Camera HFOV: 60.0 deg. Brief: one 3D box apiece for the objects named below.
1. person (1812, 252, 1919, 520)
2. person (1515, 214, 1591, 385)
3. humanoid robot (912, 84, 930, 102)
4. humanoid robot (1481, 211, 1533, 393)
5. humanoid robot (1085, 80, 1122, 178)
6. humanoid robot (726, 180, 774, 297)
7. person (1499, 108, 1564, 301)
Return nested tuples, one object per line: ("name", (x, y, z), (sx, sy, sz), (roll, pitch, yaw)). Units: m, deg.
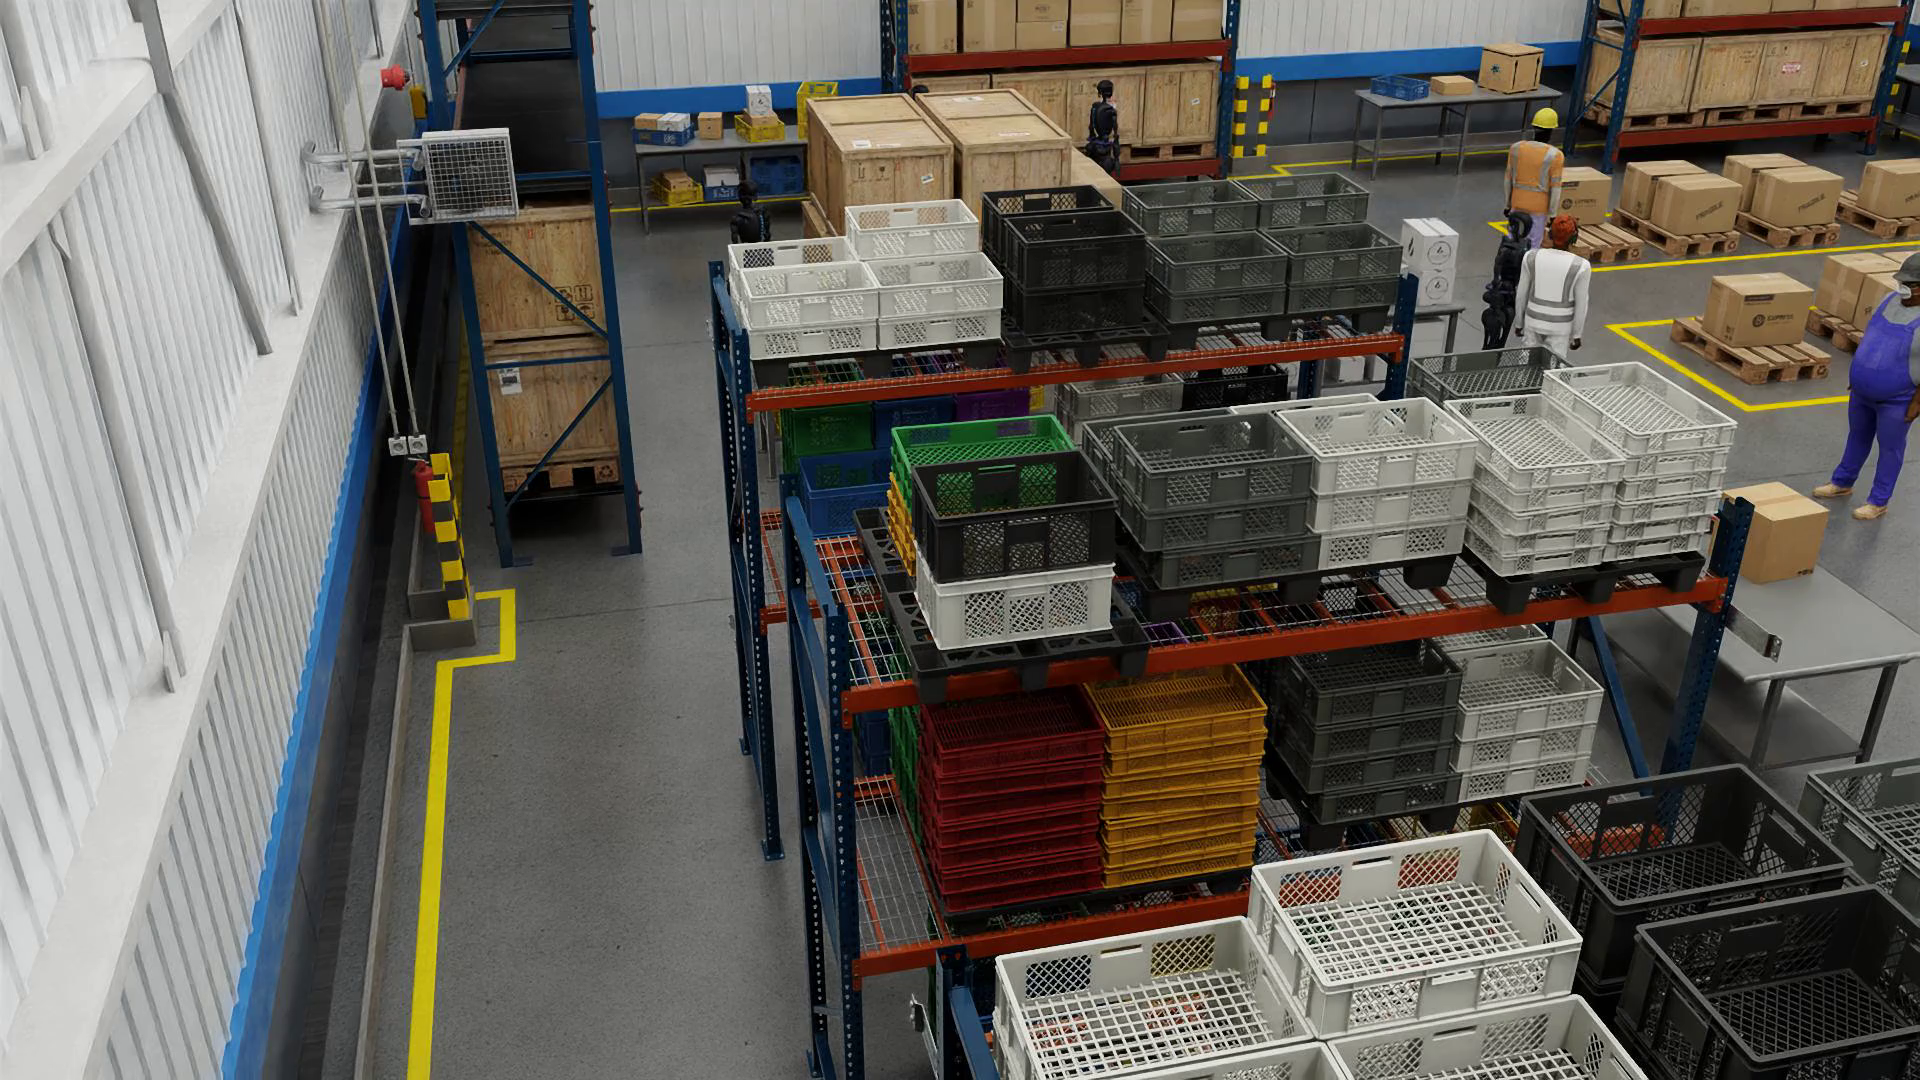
("person", (6.855, -1.147, 12.324), (0.537, 2.000, 0.678), (-9, 29, -16))
("person", (4.823, -1.747, 13.632), (0.574, 1.882, 0.356), (19, 33, 32))
("humanoid robot", (-0.434, -4.251, 18.585), (0.324, 1.658, 0.601), (19, 33, 32))
("humanoid robot", (4.718, -2.024, 14.364), (0.328, 1.653, 0.601), (25, 37, 39))
("humanoid robot", (1.615, -4.351, 18.776), (0.314, 1.657, 0.609), (-15, 31, -26))
("humanoid robot", (-1.899, -2.469, 15.205), (0.314, 1.657, 0.608), (16, 32, 27))
("person", (5.699, -3.341, 16.608), (0.586, 1.927, 0.366), (24, 36, 37))
